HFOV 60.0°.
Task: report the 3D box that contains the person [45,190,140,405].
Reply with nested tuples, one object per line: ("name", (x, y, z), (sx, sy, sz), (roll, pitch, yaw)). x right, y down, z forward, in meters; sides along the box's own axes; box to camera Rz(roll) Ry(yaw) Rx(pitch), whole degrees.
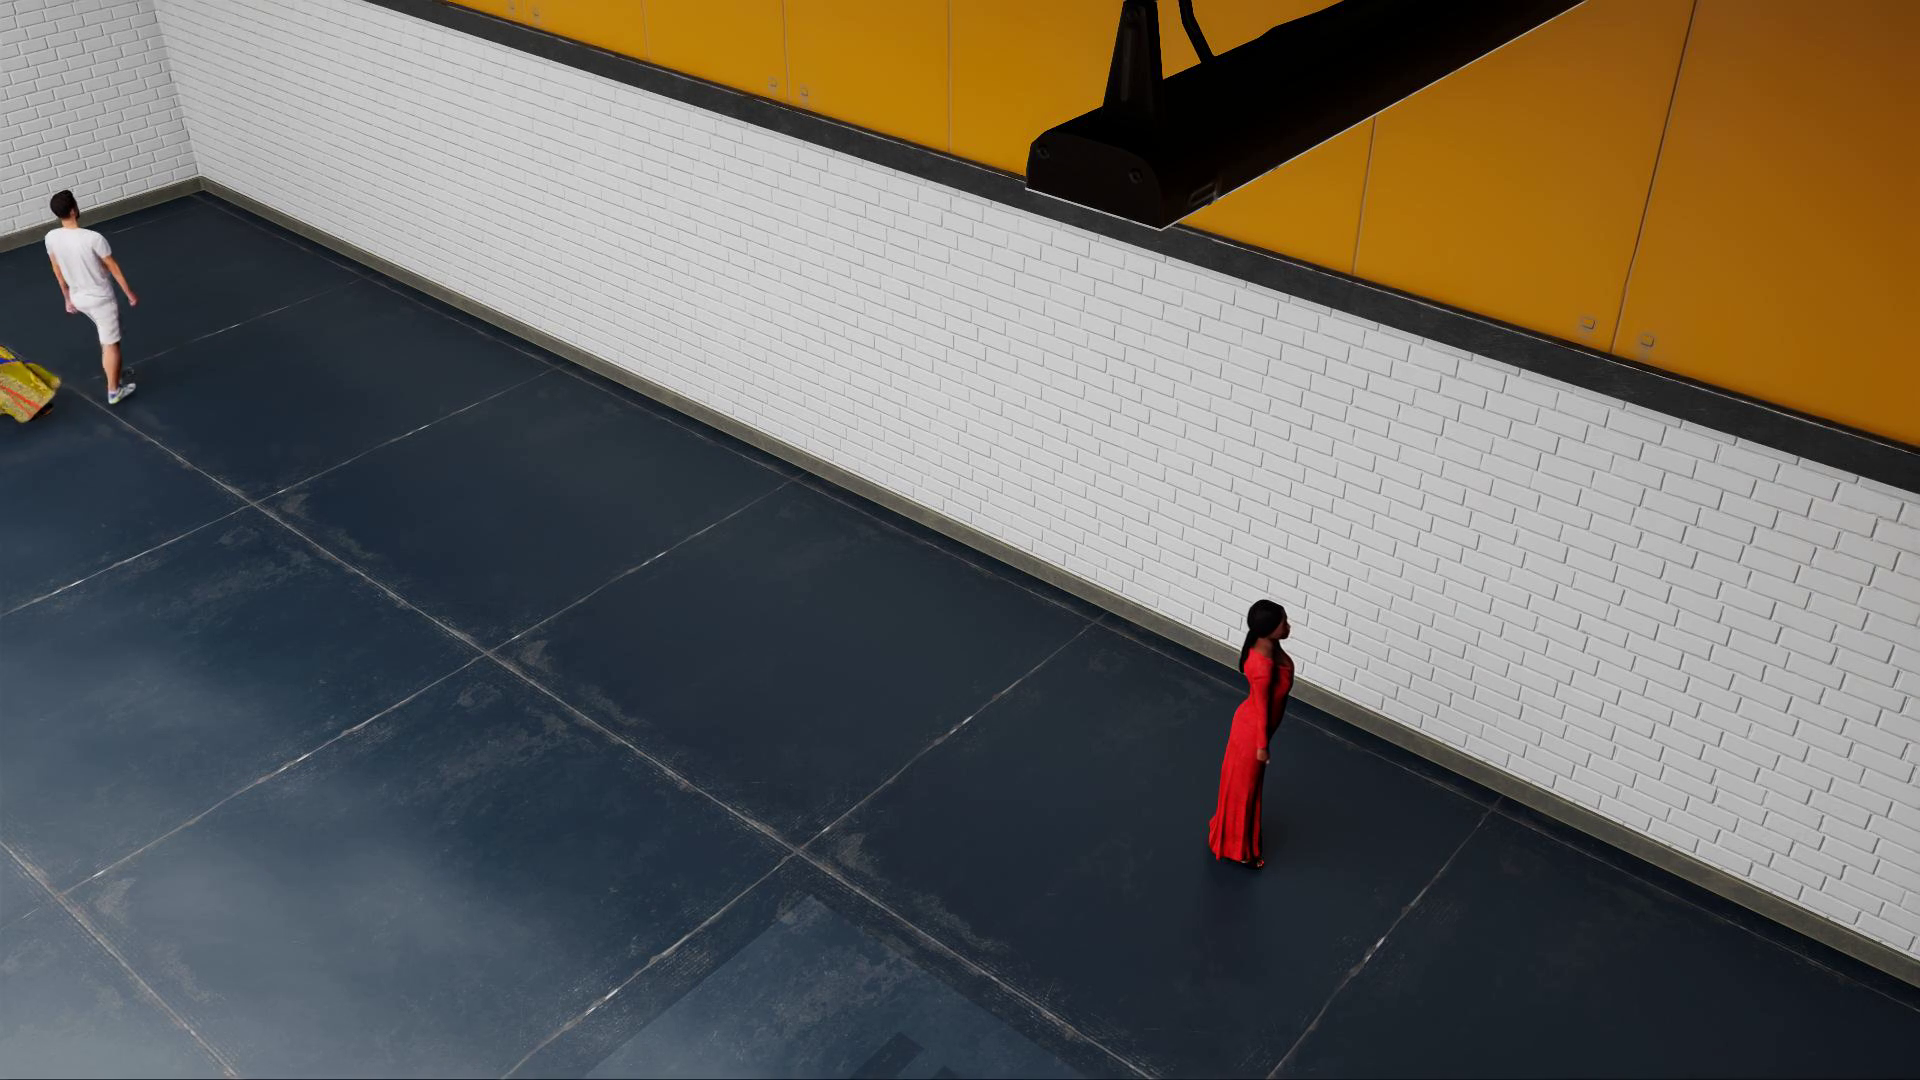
("person", (-7.351, -2.001, 14.006), (0.858, 1.836, 0.915), (9, 35, 13))

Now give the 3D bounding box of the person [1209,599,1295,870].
("person", (1.662, 1.088, 9.416), (0.788, 1.783, 0.691), (6, 34, 9))
